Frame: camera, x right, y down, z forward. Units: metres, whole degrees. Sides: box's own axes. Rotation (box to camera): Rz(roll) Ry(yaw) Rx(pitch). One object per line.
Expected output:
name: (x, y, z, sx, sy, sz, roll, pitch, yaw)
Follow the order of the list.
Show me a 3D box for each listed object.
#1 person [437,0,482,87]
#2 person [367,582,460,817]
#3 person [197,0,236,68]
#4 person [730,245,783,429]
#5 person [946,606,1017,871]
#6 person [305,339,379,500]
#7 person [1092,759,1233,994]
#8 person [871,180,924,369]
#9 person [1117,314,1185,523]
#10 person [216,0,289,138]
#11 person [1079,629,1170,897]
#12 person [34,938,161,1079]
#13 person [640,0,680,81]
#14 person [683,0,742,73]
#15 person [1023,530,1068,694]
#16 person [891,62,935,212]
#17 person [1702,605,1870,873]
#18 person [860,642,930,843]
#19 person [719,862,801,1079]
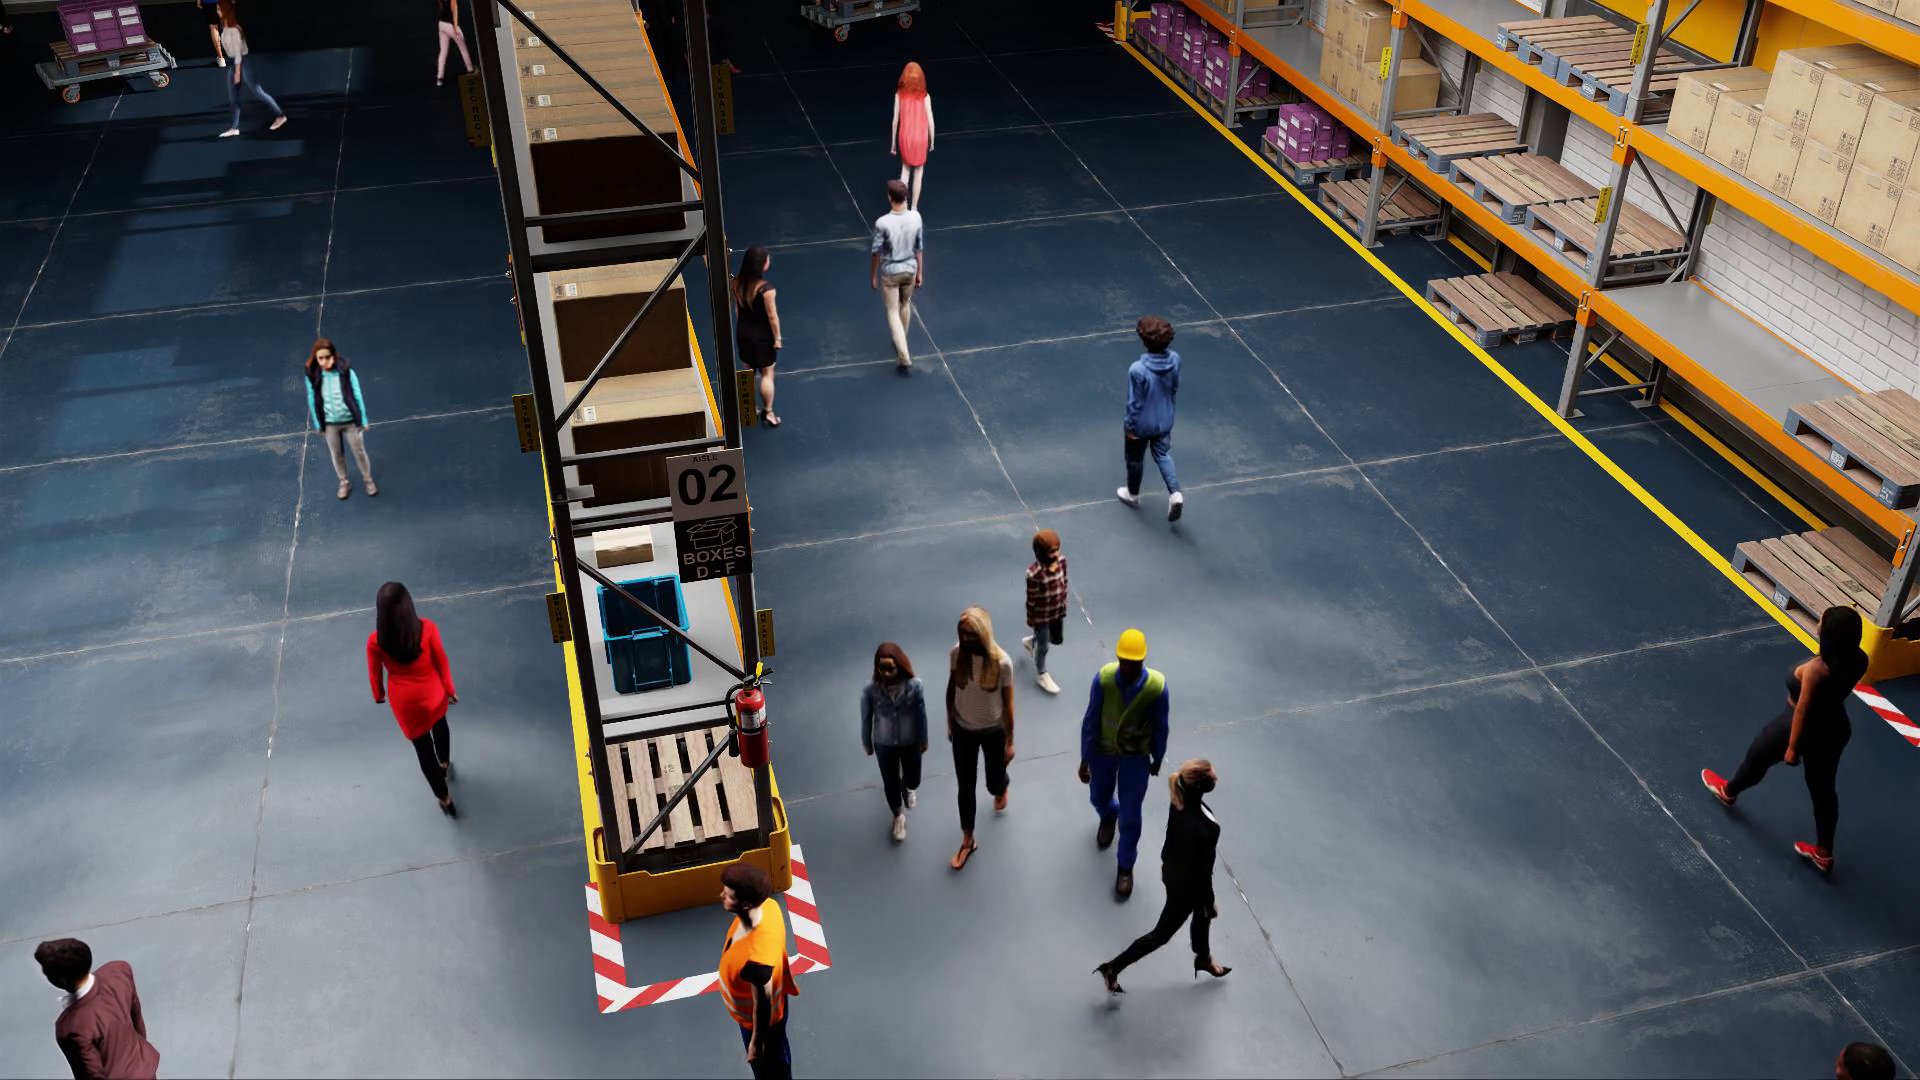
person: (-7.033, -6.955, 22.751, 0.950, 1.513, 1.095, 13, 36, 19)
person: (-3.401, 1.056, 10.507, 0.729, 1.725, 0.867, -15, 36, -21)
person: (-10.541, -7.666, 23.502, 0.669, 1.866, 0.598, -12, 35, -17)
person: (-1.814, -1.809, 14.829, 0.740, 1.713, 0.817, 22, 39, 29)
person: (0.156, 1.150, 10.291, 0.943, 1.809, 1.067, 10, 35, 15)
person: (-5.155, -1.020, 13.839, 0.565, 1.494, 0.562, -8, 34, -11)
person: (1.161, 1.931, 9.240, 0.809, 1.672, 1.056, -2, 34, -3)
person: (-0.567, -2.482, 15.741, 0.726, 1.824, 1.059, -13, 36, -18)
person: (1.594, -0.964, 13.488, 0.792, 1.790, 1.055, -16, 37, -23)
person: (-9.046, -5.996, 21.146, 1.011, 1.693, 1.124, -28, 42, -35)
person: (0.979, 1.242, 10.159, 0.943, 1.800, 1.083, 7, 34, 10)
person: (-4.075, 2.597, 8.064, 0.801, 1.864, 0.637, 0, 34, 0)
person: (-4.164, -7.231, 22.926, 0.655, 1.780, 0.629, -13, 36, -19)
person: (-3.593, -7.412, 23.192, 1.229, 1.786, 1.145, 20, 38, 27)
person: (0.574, 0.458, 11.791, 0.667, 1.299, 0.786, -23, 40, -30)
person: (-0.543, -4.384, 18.623, 0.731, 1.801, 0.776, 9, 35, 13)
person: (5.275, 1.243, 10.195, 0.783, 1.759, 1.254, -12, 36, -18)
person: (-0.404, 1.216, 10.499, 0.629, 1.468, 0.695, -4, 34, -6)
person: (-1.004, 2.345, 8.420, 0.768, 1.889, 0.601, -4, 34, -6)
